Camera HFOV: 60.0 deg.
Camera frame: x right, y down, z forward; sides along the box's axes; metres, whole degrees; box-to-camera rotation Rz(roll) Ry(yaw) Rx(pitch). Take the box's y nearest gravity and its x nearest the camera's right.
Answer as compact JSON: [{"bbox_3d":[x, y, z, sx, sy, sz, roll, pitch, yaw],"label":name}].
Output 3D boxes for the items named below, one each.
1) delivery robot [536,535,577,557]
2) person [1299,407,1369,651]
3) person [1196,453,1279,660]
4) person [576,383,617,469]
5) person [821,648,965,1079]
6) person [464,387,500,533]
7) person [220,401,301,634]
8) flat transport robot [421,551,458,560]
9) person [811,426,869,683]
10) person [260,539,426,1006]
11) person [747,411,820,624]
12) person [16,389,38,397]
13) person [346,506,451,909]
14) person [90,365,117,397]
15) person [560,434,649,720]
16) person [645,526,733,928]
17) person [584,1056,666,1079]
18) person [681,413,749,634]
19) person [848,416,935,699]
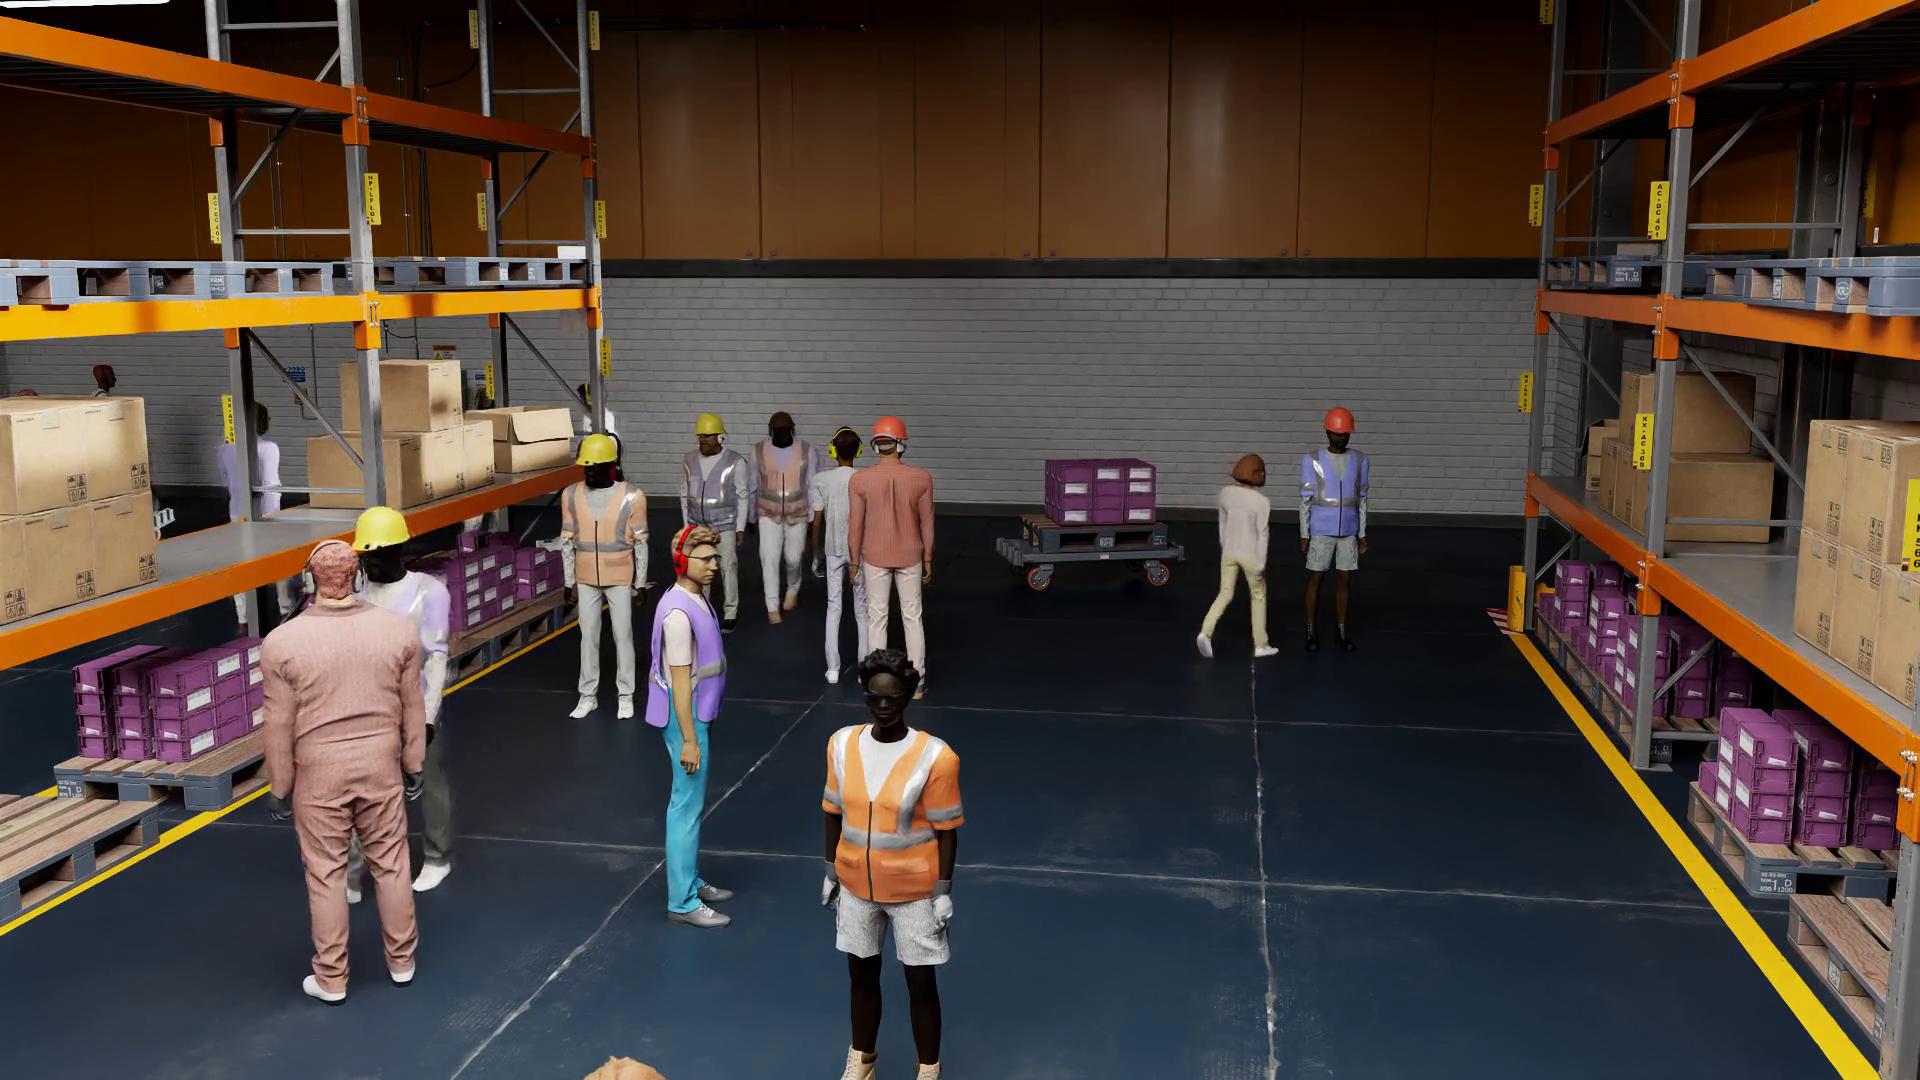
[{"bbox_3d":[-3.684,0.098,15.924,0.707,0.478,0.477,-4,10,-24],"label":"delivery robot"},{"bbox_3d":[2.944,-0.079,13.057,0.552,1.933,0.368,-1,9,-5],"label":"person"},{"bbox_3d":[2.150,0.130,12.761,0.520,1.617,0.663,9,13,43],"label":"person"},{"bbox_3d":[-3.847,-0.715,17.294,0.755,1.837,0.505,2,10,15],"label":"person"},{"bbox_3d":[-0.252,1.209,5.839,0.540,1.700,0.316,4,10,24],"label":"person"},{"bbox_3d":[-4.846,-0.663,17.033,0.524,1.811,0.711,0,9,-1],"label":"person"},{"bbox_3d":[-5.763,-0.201,13.860,0.663,1.913,0.782,5,10,26],"label":"person"},{"bbox_3d":[-4.670,0.252,16.134,1.431,0.197,0.652,2,9,11],"label":"flat transport robot"},{"bbox_3d":[-0.817,0.109,12.081,0.531,1.876,0.318,0,9,2],"label":"person"},{"bbox_3d":[-2.528,0.943,6.846,0.651,1.906,0.403,-7,11,-36],"label":"person"},{"bbox_3d":[-1.527,-0.219,14.324,0.638,1.809,0.762,-1,9,-8],"label":"person"},{"bbox_3d":[-8.564,-0.444,15.403,0.648,1.907,0.409,-7,12,-37],"label":"person"},{"bbox_3d":[-2.692,0.799,7.790,0.599,1.894,0.833,3,10,15],"label":"person"},{"bbox_3d":[-10.102,-1.135,19.734,0.350,1.882,0.583,-7,12,-38],"label":"person"},{"bbox_3d":[-2.369,0.248,11.085,0.588,1.923,0.383,1,9,5],"label":"person"},{"bbox_3d":[-1.250,0.844,7.647,0.373,1.840,0.572,-1,9,-4],"label":"person"},{"bbox_3d":[-0.580,1.702,3.000,0.507,1.632,0.264,-1,9,-6],"label":"person"},{"bbox_3d":[-2.036,-0.138,13.734,0.591,1.834,0.404,3,10,17],"label":"person"},{"bbox_3d":[-0.477,0.131,11.597,0.611,1.990,0.392,-1,9,-6],"label":"person"}]
